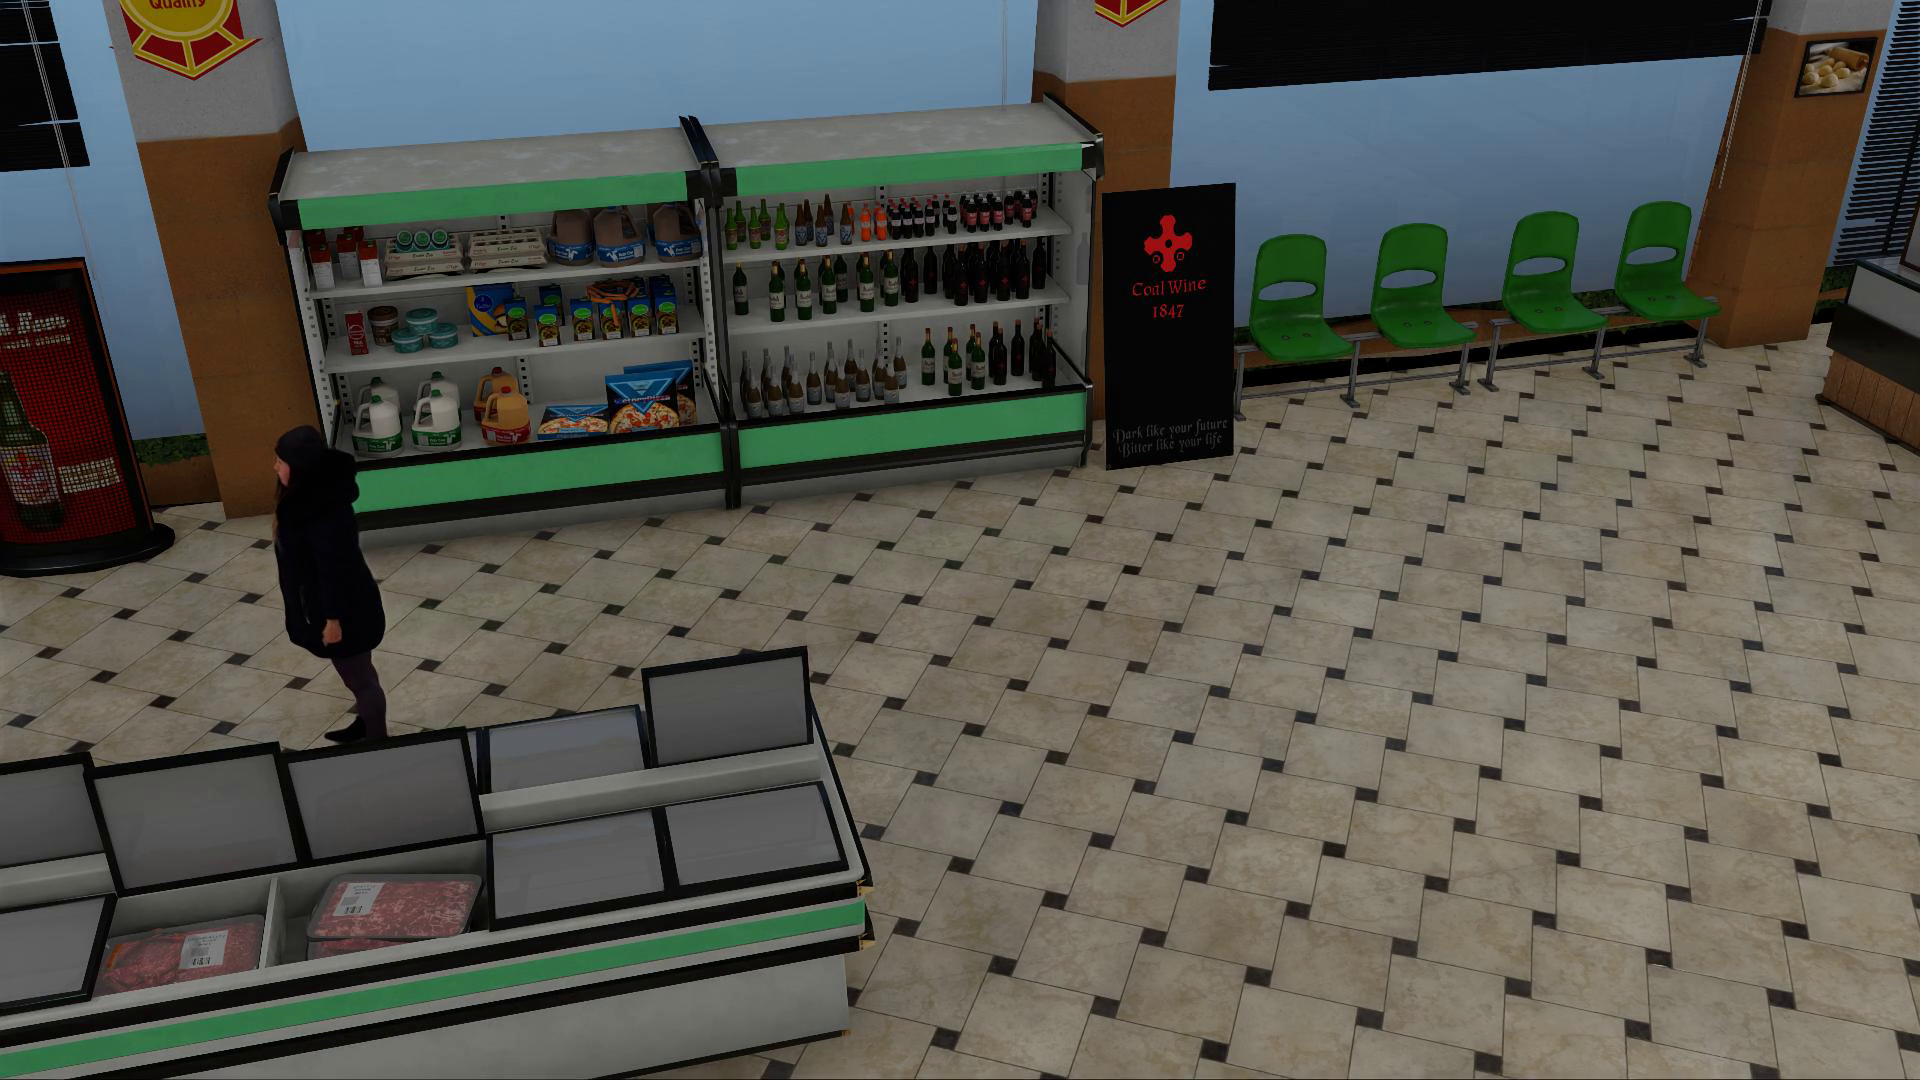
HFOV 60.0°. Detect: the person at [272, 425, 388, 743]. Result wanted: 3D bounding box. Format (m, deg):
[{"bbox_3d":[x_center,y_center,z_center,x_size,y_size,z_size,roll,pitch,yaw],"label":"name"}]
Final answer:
[{"bbox_3d":[-2.743,0.253,7.320,0.699,1.673,0.713,-13,31,-22],"label":"person"}]
